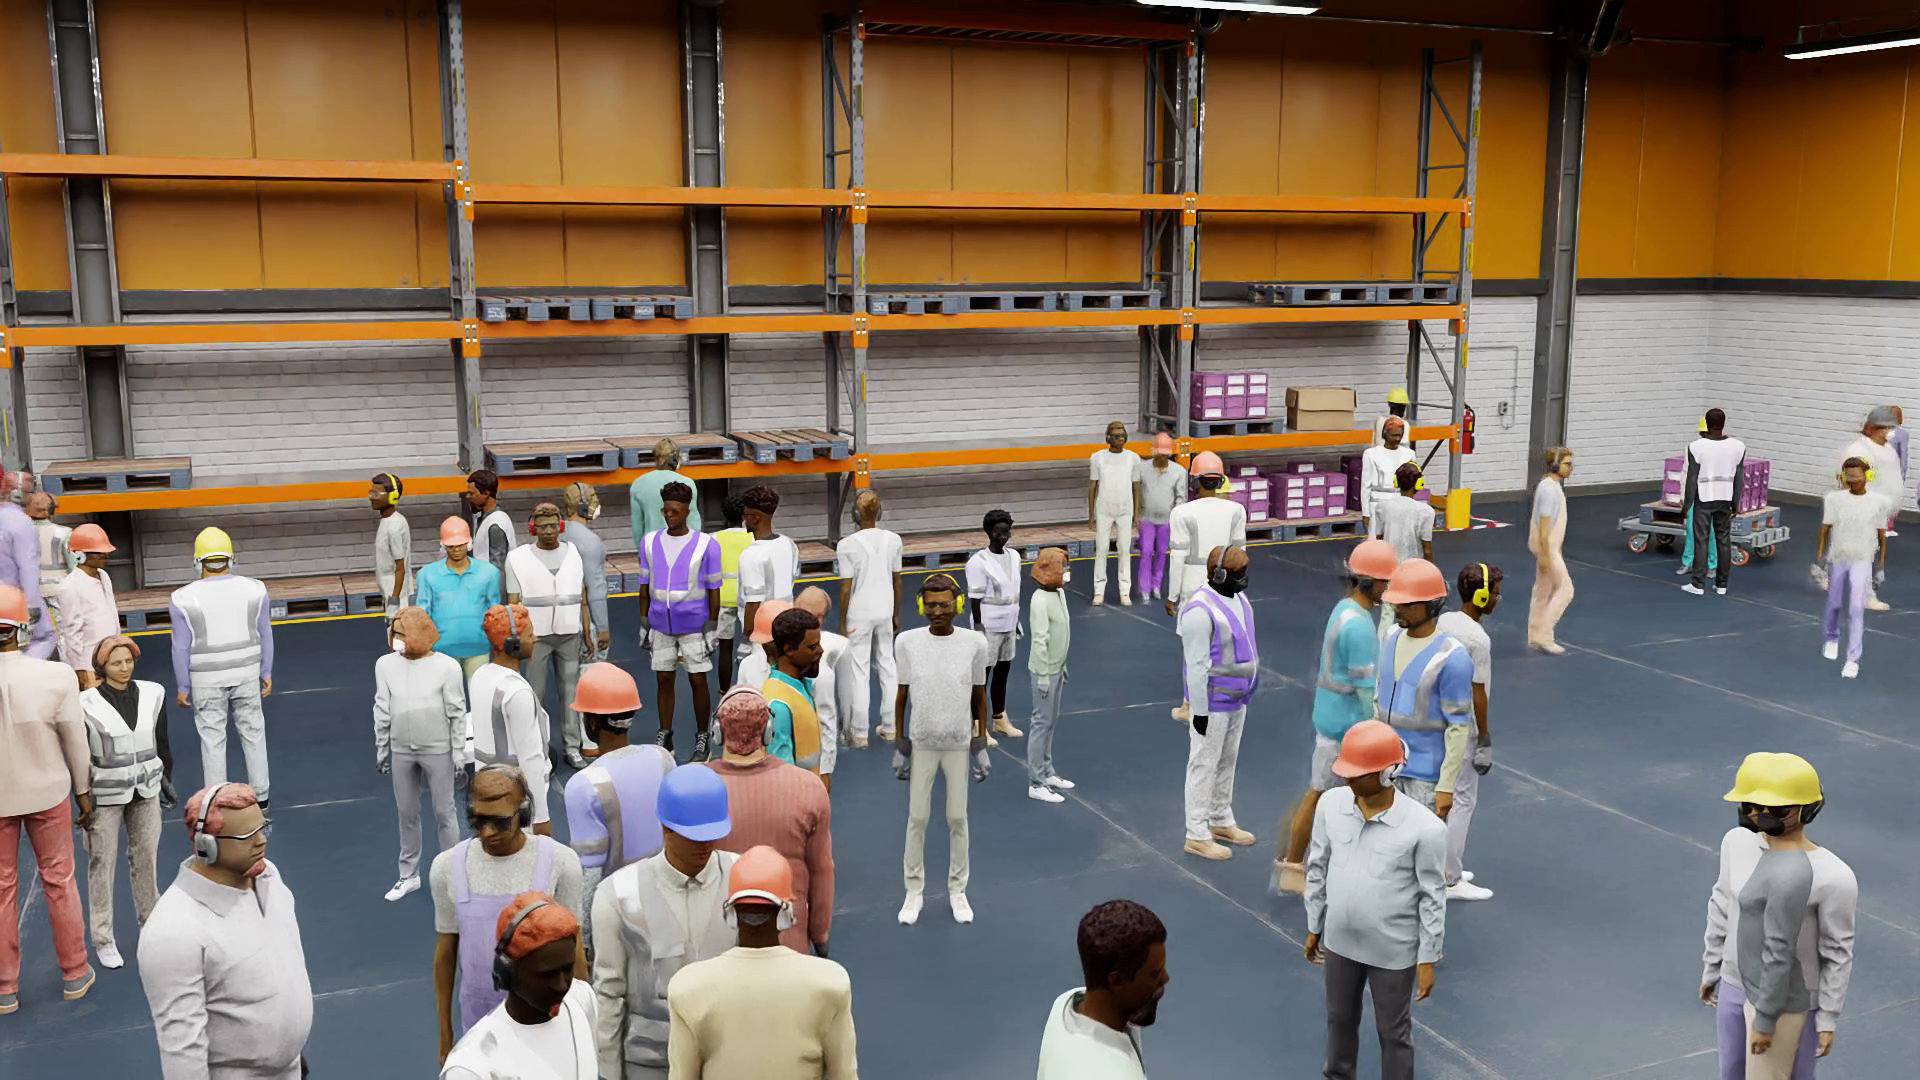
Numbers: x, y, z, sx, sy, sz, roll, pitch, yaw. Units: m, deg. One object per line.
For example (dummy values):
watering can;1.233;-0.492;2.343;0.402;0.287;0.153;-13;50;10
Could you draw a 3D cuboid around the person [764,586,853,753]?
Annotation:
person;-0.920;1.062;9.591;0.608;1.578;0.878;-1;10;-3

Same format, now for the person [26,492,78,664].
person;-7.165;0.430;13.089;0.521;1.640;0.307;0;10;-3

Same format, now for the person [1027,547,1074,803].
person;0.584;0.850;10.686;0.280;1.633;0.503;3;10;17

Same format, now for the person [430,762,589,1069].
person;-1.513;1.627;5.636;0.511;1.838;0.351;0;10;-3

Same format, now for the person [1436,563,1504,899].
person;2.736;1.032;9.013;0.347;1.855;0.531;-2;10;-10

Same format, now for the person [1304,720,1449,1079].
person;1.569;1.536;6.406;0.575;1.743;0.338;9;13;42

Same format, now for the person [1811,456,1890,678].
person;7.500;0.189;14.020;0.548;1.812;0.937;7;12;34

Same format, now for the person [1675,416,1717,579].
person;8.013;-0.466;17.891;0.533;1.767;0.327;8;13;39

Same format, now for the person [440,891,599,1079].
person;-1.090;1.824;4.348;0.343;1.885;0.585;3;10;18

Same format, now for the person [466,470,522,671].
person;-3.432;0.424;12.357;0.387;1.910;0.590;-4;11;-22

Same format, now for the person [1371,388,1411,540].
person;5.071;-0.824;19.487;0.381;1.924;0.593;-5;11;-25

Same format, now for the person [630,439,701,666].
person;-2.473;0.109;14.094;0.627;1.934;0.370;3;10;18

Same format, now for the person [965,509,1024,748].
person;0.256;0.617;11.850;0.318;1.698;0.535;8;13;39

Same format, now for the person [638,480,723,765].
person;-1.918;0.569;11.351;0.607;1.966;0.367;2;10;13

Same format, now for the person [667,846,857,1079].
person;-0.591;1.777;5.032;0.565;1.739;0.351;-1;10;-4

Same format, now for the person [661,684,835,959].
person;-0.795;1.480;6.275;0.642;1.909;0.410;-2;10;-14

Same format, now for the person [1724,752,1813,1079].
person;2.858;1.616;5.931;0.344;1.756;0.532;4;11;22

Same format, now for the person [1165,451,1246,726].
person;1.805;0.359;12.336;0.614;2.042;0.373;-3;10;-18

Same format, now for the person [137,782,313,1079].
person;-2.212;1.672;5.164;0.409;1.907;0.651;1;10;4

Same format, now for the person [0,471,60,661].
person;-7.100;0.422;12.454;0.754;1.873;0.485;5;11;26

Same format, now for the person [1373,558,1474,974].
person;2.196;1.092;8.121;0.385;2.042;0.605;-5;11;-25

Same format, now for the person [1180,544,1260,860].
person;1.520;0.927;9.684;0.429;1.836;0.623;7;12;34

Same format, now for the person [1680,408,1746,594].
person;7.698;-0.388;17.020;0.587;1.913;0.391;0;10;-1

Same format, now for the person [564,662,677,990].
person;-1.337;1.428;6.480;0.377;1.936;0.549;6;11;31

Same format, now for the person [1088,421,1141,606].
person;1.528;-0.260;16.473;0.515;1.845;0.333;0;10;3

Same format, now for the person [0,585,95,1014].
person;-4.350;1.190;7.691;0.612;1.995;0.376;-6;11;-29

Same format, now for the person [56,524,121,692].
person;-5.639;0.757;10.878;0.342;1.748;0.573;-1;10;-5

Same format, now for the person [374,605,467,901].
person;-2.902;1.152;8.951;0.504;1.631;0.281;1;10;8

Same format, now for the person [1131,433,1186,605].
person;1.969;-0.218;16.596;0.560;1.710;0.737;0;10;-1

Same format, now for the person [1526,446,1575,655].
person;5.179;0.101;14.423;0.483;1.832;0.539;4;11;21

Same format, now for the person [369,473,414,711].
person;-4.253;0.428;12.429;0.328;1.875;0.513;-4;11;-23

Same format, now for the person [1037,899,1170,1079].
person;0.338;1.830;4.259;0.390;1.910;0.583;0;10;-2

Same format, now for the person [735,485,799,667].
person;-1.307;0.609;11.121;0.368;1.966;0.602;4;11;21

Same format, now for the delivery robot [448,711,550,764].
delivery robot;-3.110;1.280;11.047;0.707;0.478;0.477;-6;11;-30

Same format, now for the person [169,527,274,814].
person;-4.533;0.828;10.242;0.589;1.833;0.404;-8;13;-39

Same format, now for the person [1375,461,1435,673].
person;3.511;0.303;13.198;0.510;1.862;0.327;7;12;36

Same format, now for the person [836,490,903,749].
person;-0.648;0.558;11.762;0.507;1.846;0.346;-6;12;-31

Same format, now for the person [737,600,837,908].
person;-0.920;1.158;8.593;0.575;1.740;0.340;4;11;21

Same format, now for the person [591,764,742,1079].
person;-0.857;1.637;5.285;0.606;1.939;0.419;-4;11;-24

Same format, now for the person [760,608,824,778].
person;-0.793;1.247;7.584;0.373;1.917;0.594;0;10;-1

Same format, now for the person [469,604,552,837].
person;-2.084;1.227;7.811;0.355;1.880;0.575;-8;13;-39

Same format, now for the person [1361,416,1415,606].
person;4.246;-0.285;16.503;0.573;1.887;0.356;-3;10;-15

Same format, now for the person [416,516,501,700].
person;-3.352;0.705;11.180;0.563;1.751;0.330;-4;11;-23

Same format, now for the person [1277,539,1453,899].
person;2.187;0.988;8.831;1.013;1.991;0.608;3;10;17

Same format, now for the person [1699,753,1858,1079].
person;2.877;1.612;5.916;0.314;1.769;0.524;-6;12;-31

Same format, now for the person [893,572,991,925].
person;-0.094;1.081;8.676;0.513;1.872;0.331;0;10;-1

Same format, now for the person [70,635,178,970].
person;-4.142;1.270;8.244;0.310;1.642;0.513;7;12;34

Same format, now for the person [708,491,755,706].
person;-1.687;0.472;12.686;0.532;1.696;0.319;0;10;-2

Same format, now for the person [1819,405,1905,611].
person;8.924;-0.364;16.511;0.684;2.000;0.832;-6;12;-32

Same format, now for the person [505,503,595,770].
person;-2.754;0.656;11.192;0.575;1.843;0.374;-6;11;-30

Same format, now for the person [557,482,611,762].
person;-2.601;0.558;11.491;0.372;1.940;0.632;-8;13;-39
